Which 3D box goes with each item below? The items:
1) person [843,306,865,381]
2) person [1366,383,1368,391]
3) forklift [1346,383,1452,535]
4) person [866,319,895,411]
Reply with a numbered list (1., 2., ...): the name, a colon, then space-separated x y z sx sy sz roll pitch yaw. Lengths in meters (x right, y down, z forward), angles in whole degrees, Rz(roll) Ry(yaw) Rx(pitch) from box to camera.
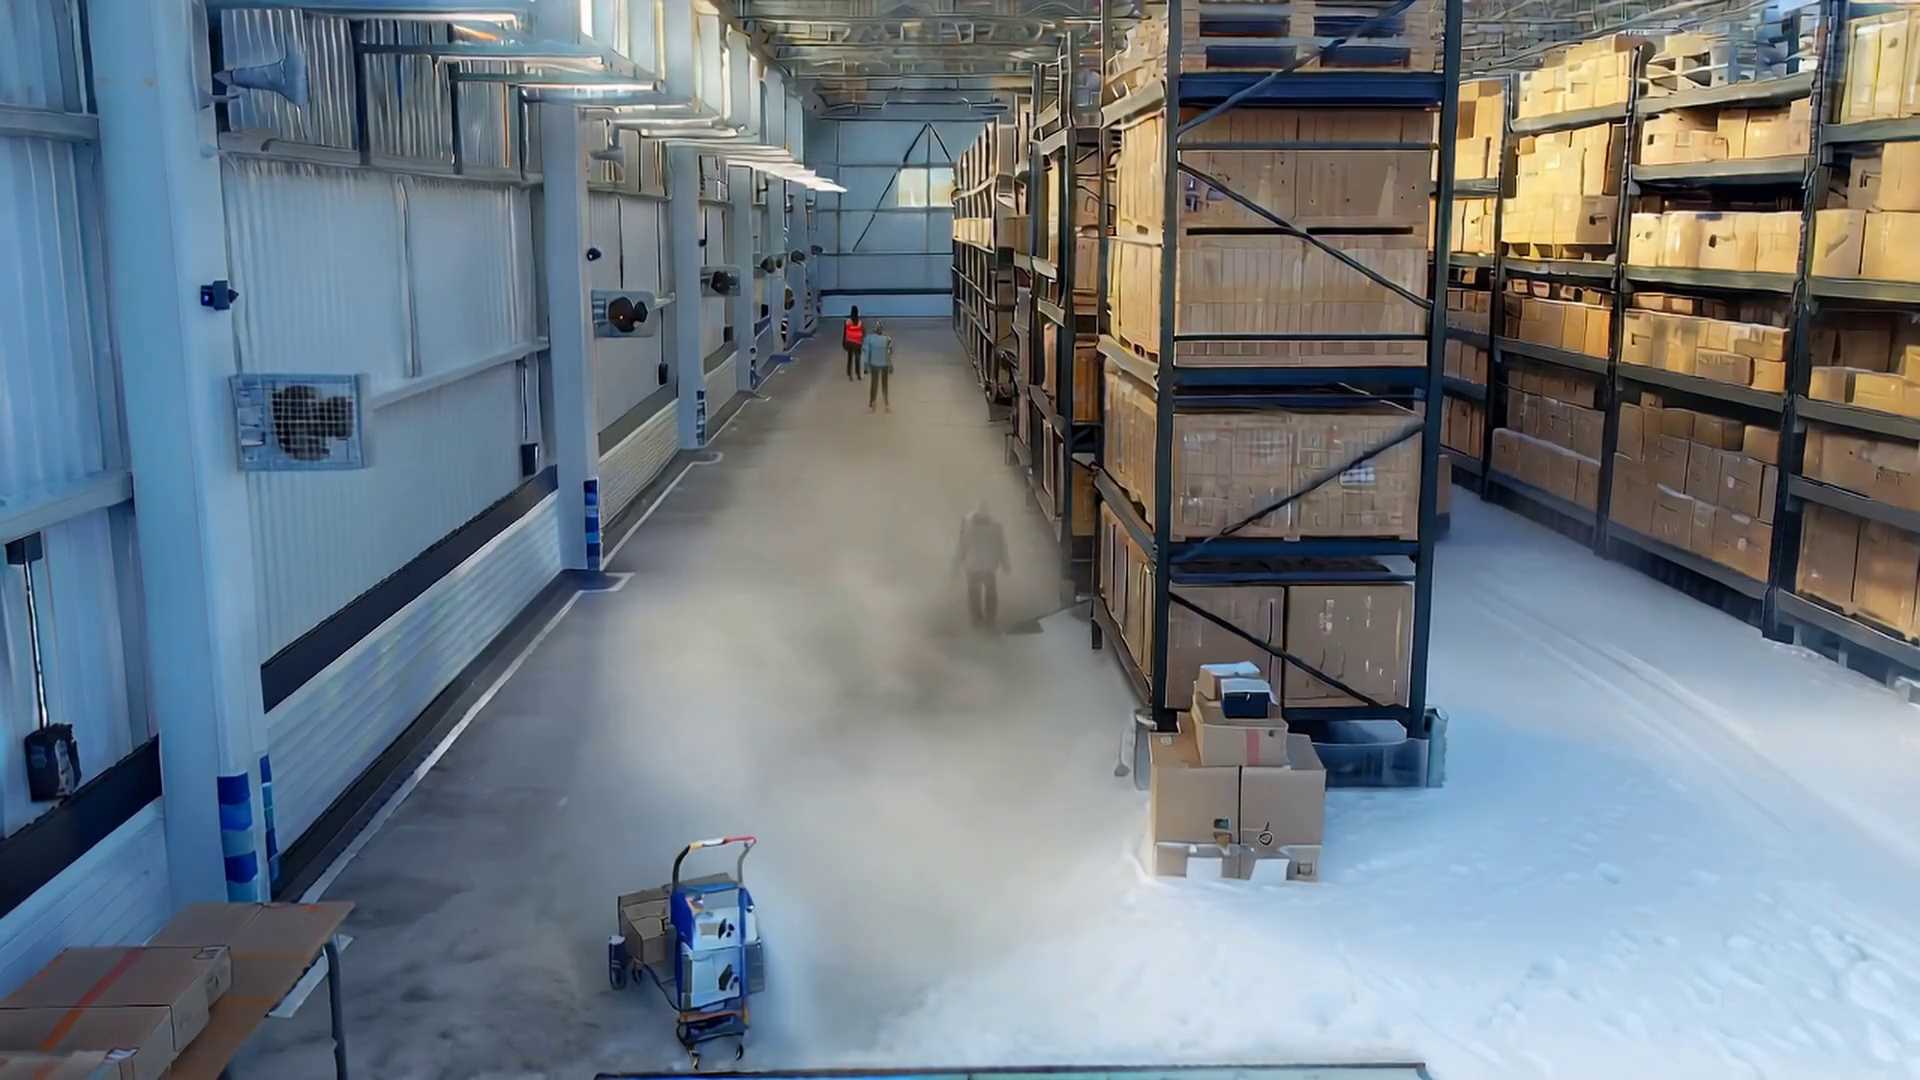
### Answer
1. person: -2.717 -5.031 42.565 0.589 1.911 0.387 -8 13 -34
2. person: 7.934 -3.136 32.940 0.803 1.806 0.588 2 11 10
3. forklift: 5.515 -1.541 21.865 1.129 2.768 1.873 -5 12 -22
4. person: -1.704 -3.747 35.685 0.620 1.985 0.406 -3 11 -13
